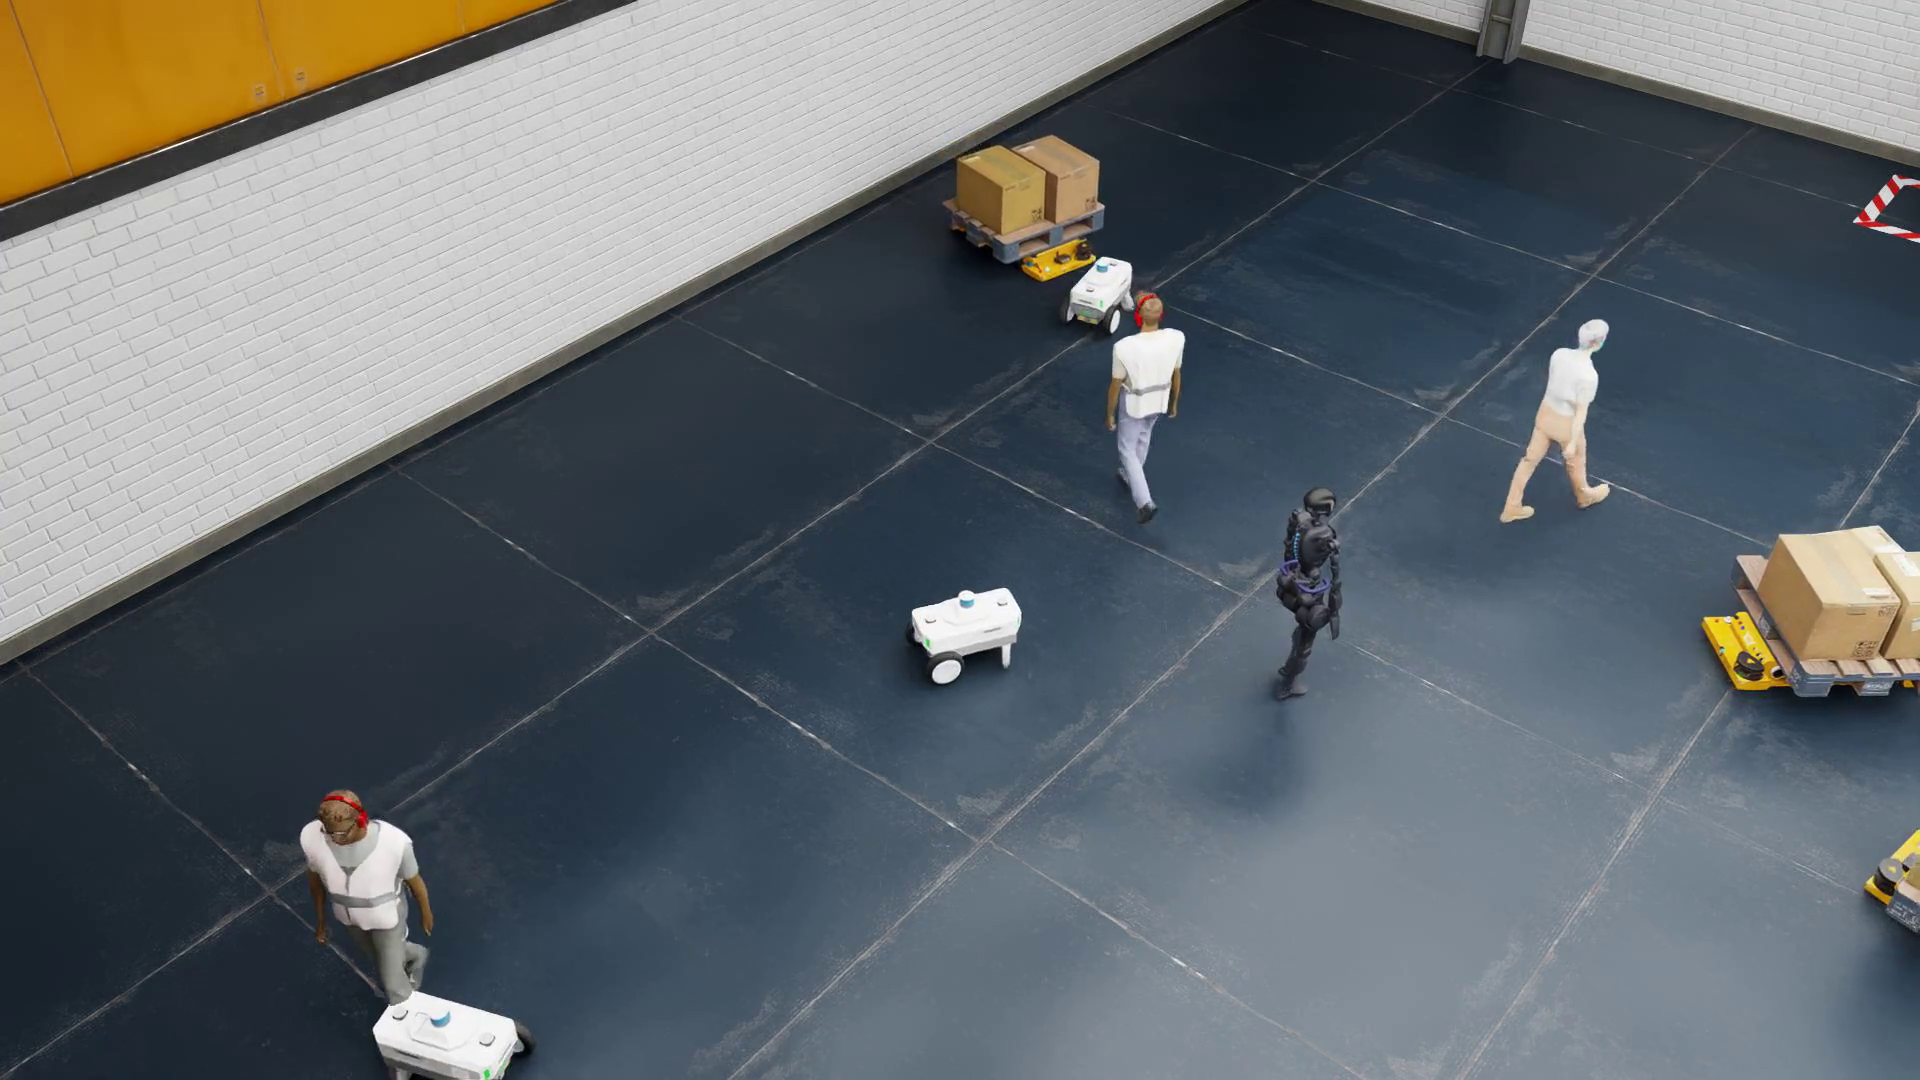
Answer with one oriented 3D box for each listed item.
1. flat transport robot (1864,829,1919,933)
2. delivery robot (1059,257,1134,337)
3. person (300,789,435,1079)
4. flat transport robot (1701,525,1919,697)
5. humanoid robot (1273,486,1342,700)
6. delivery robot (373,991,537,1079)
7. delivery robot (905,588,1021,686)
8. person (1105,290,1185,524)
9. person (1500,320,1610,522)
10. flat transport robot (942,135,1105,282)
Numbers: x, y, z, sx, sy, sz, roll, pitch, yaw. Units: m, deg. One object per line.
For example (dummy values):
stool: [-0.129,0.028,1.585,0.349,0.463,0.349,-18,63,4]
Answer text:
flat transport robot: [6.049,2.222,9.529,0.659,0.231,1.431,-27,46,-30]
delivery robot: [1.246,-2.200,14.776,0.505,0.578,0.749,18,42,21]
person: [-3.051,1.937,8.647,0.586,1.815,0.789,6,39,7]
flat transport robot: [5.920,0.729,11.382,1.431,0.231,0.659,-1,39,-1]
humanoid robot: [2.255,0.340,10.734,0.390,1.648,0.587,-19,42,-22]
delivery robot: [-2.674,2.655,8.749,0.746,0.578,0.499,11,40,14]
delivery robot: [0.013,0.617,11.303,0.779,0.608,0.507,-13,41,-16]
person: [1.358,-0.983,12.272,0.574,1.820,0.781,-13,41,-16]
person: [4.509,-0.888,12.248,0.896,1.693,0.498,-17,42,-20]
flat transport robot: [0.594,-2.914,15.903,0.659,0.231,1.431,-25,45,-28]
